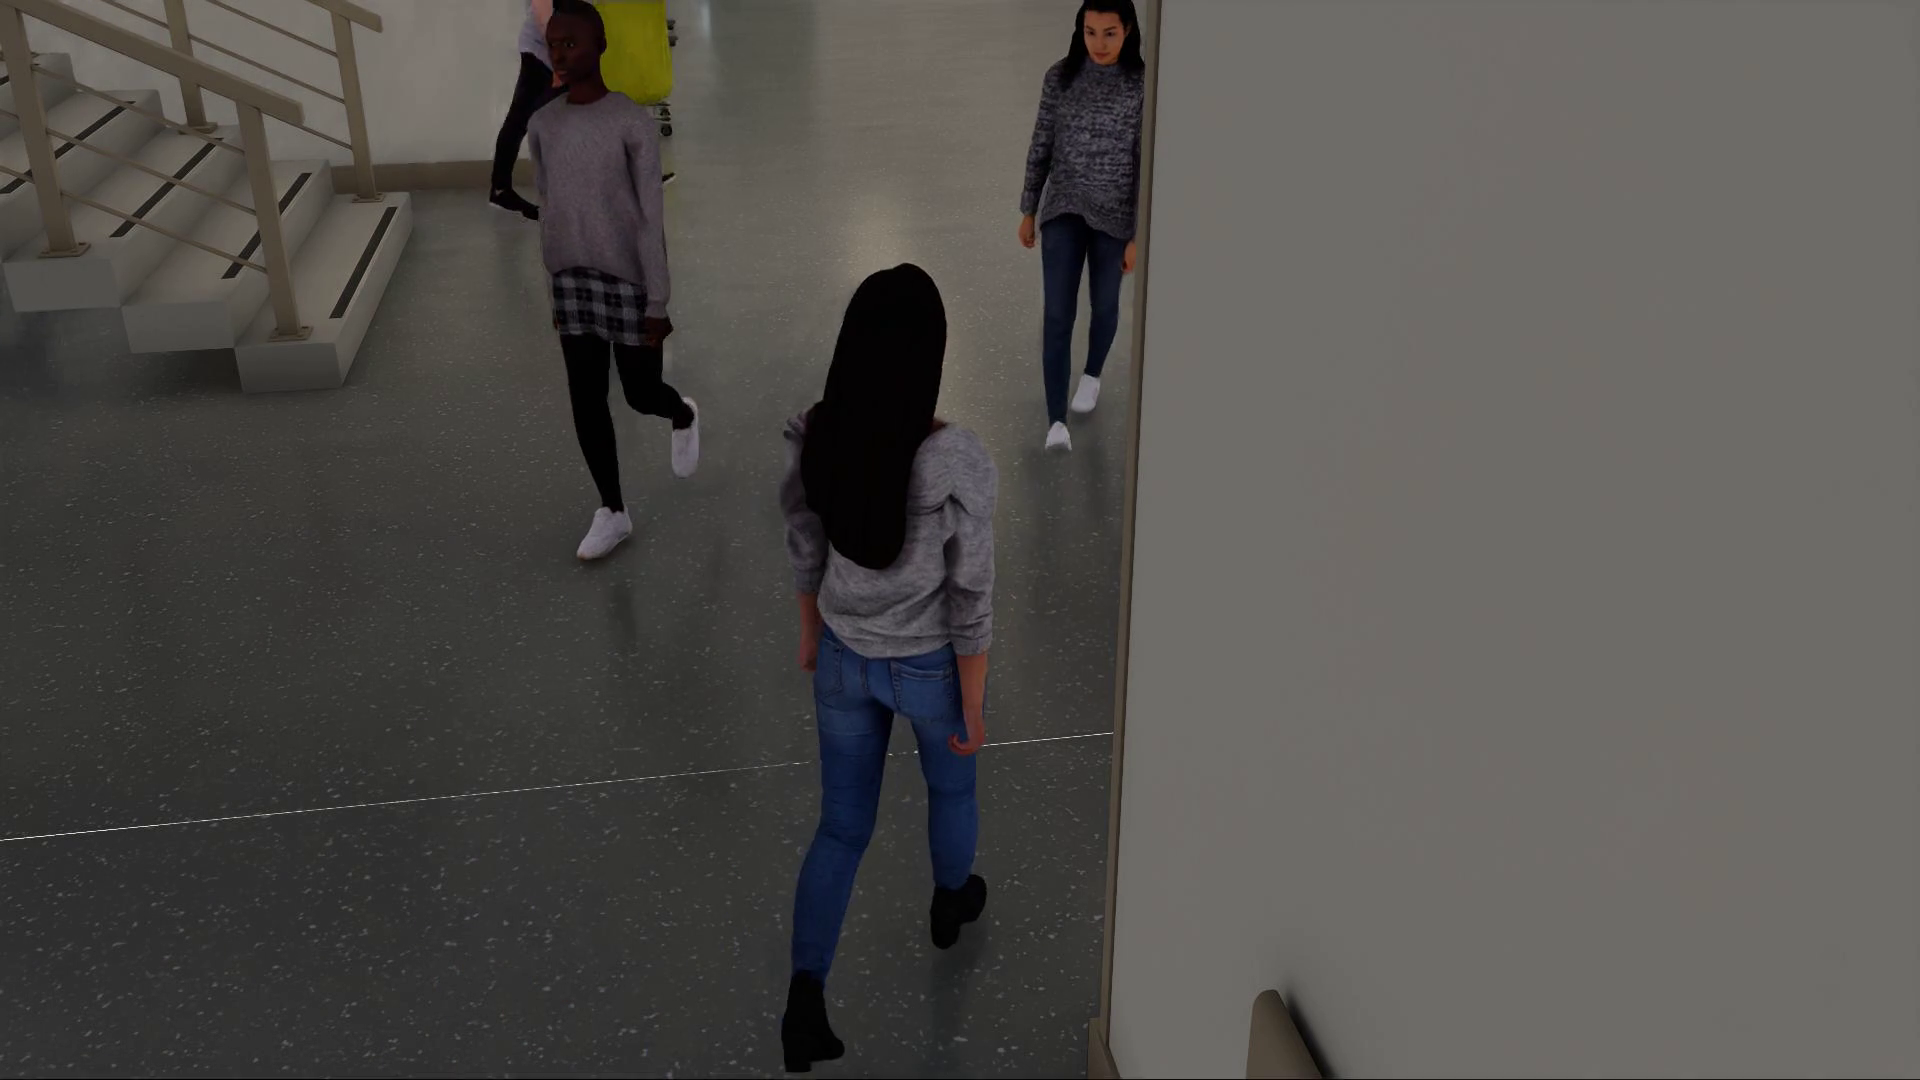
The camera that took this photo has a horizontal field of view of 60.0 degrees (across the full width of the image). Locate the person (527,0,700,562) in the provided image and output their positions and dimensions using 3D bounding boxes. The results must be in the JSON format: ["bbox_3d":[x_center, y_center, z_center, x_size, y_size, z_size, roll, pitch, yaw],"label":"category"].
[{"bbox_3d":[-1.089,-0.833,5.398,0.992,1.756,0.942,8,27,16],"label":"person"}]

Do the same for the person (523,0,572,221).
[{"bbox_3d":[-2.086,-2.589,9.201,0.950,1.615,1.027,17,30,31],"label":"person"}]

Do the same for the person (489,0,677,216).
[{"bbox_3d":[-2.340,-2.641,9.128,1.315,1.773,0.859,0,26,1],"label":"person"}]

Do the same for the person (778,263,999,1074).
[{"bbox_3d":[-0.165,0.302,3.227,1.075,1.596,1.016,9,27,18],"label":"person"}]

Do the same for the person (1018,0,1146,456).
[{"bbox_3d":[0.510,-1.202,6.258,1.183,1.673,0.958,5,26,9],"label":"person"}]
